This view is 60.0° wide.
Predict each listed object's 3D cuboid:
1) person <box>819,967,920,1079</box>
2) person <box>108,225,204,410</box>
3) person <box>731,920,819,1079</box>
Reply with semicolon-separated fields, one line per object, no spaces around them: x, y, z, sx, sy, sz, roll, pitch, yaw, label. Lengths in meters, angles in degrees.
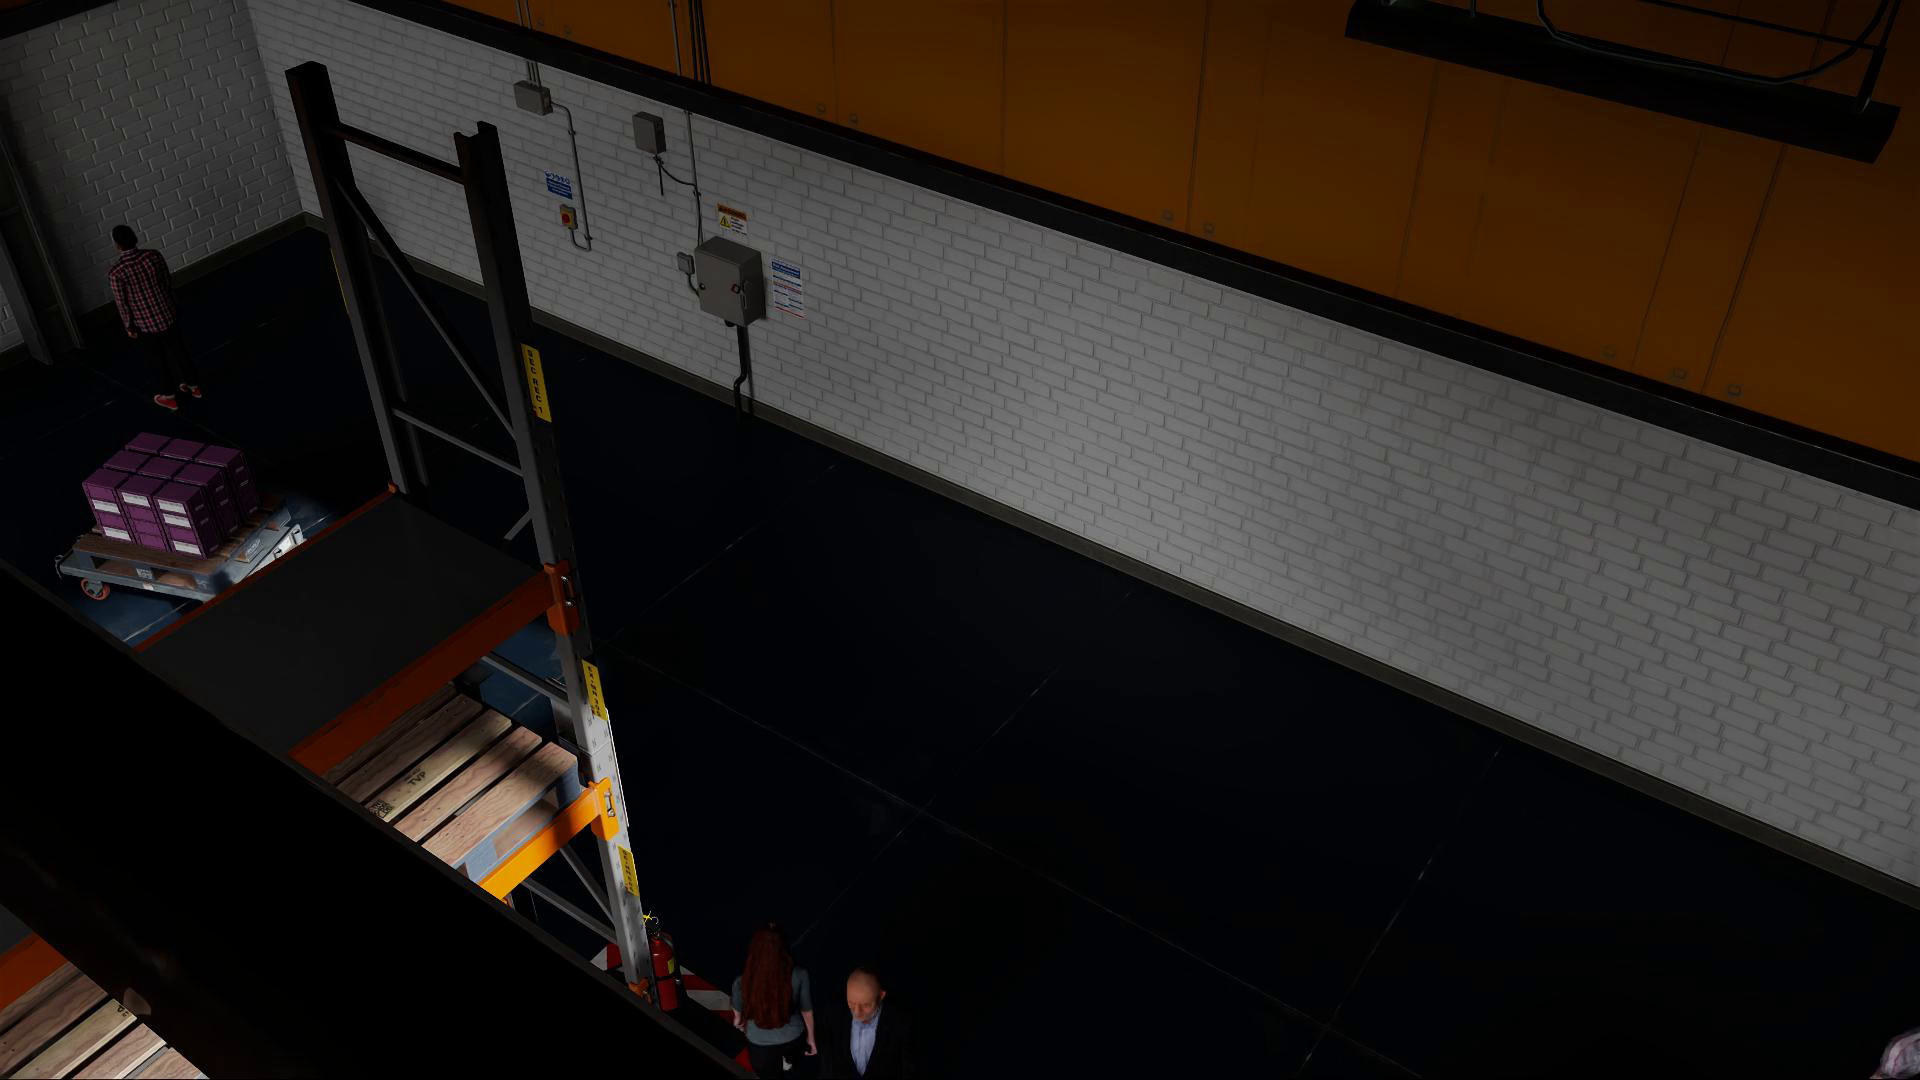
-0.469;2.798;8.607;0.769;1.800;0.743;6;39;8;person
-7.087;-1.974;14.617;0.746;1.758;0.530;27;46;30;person
-0.956;2.720;8.781;1.072;1.704;1.079;-9;40;-12;person
